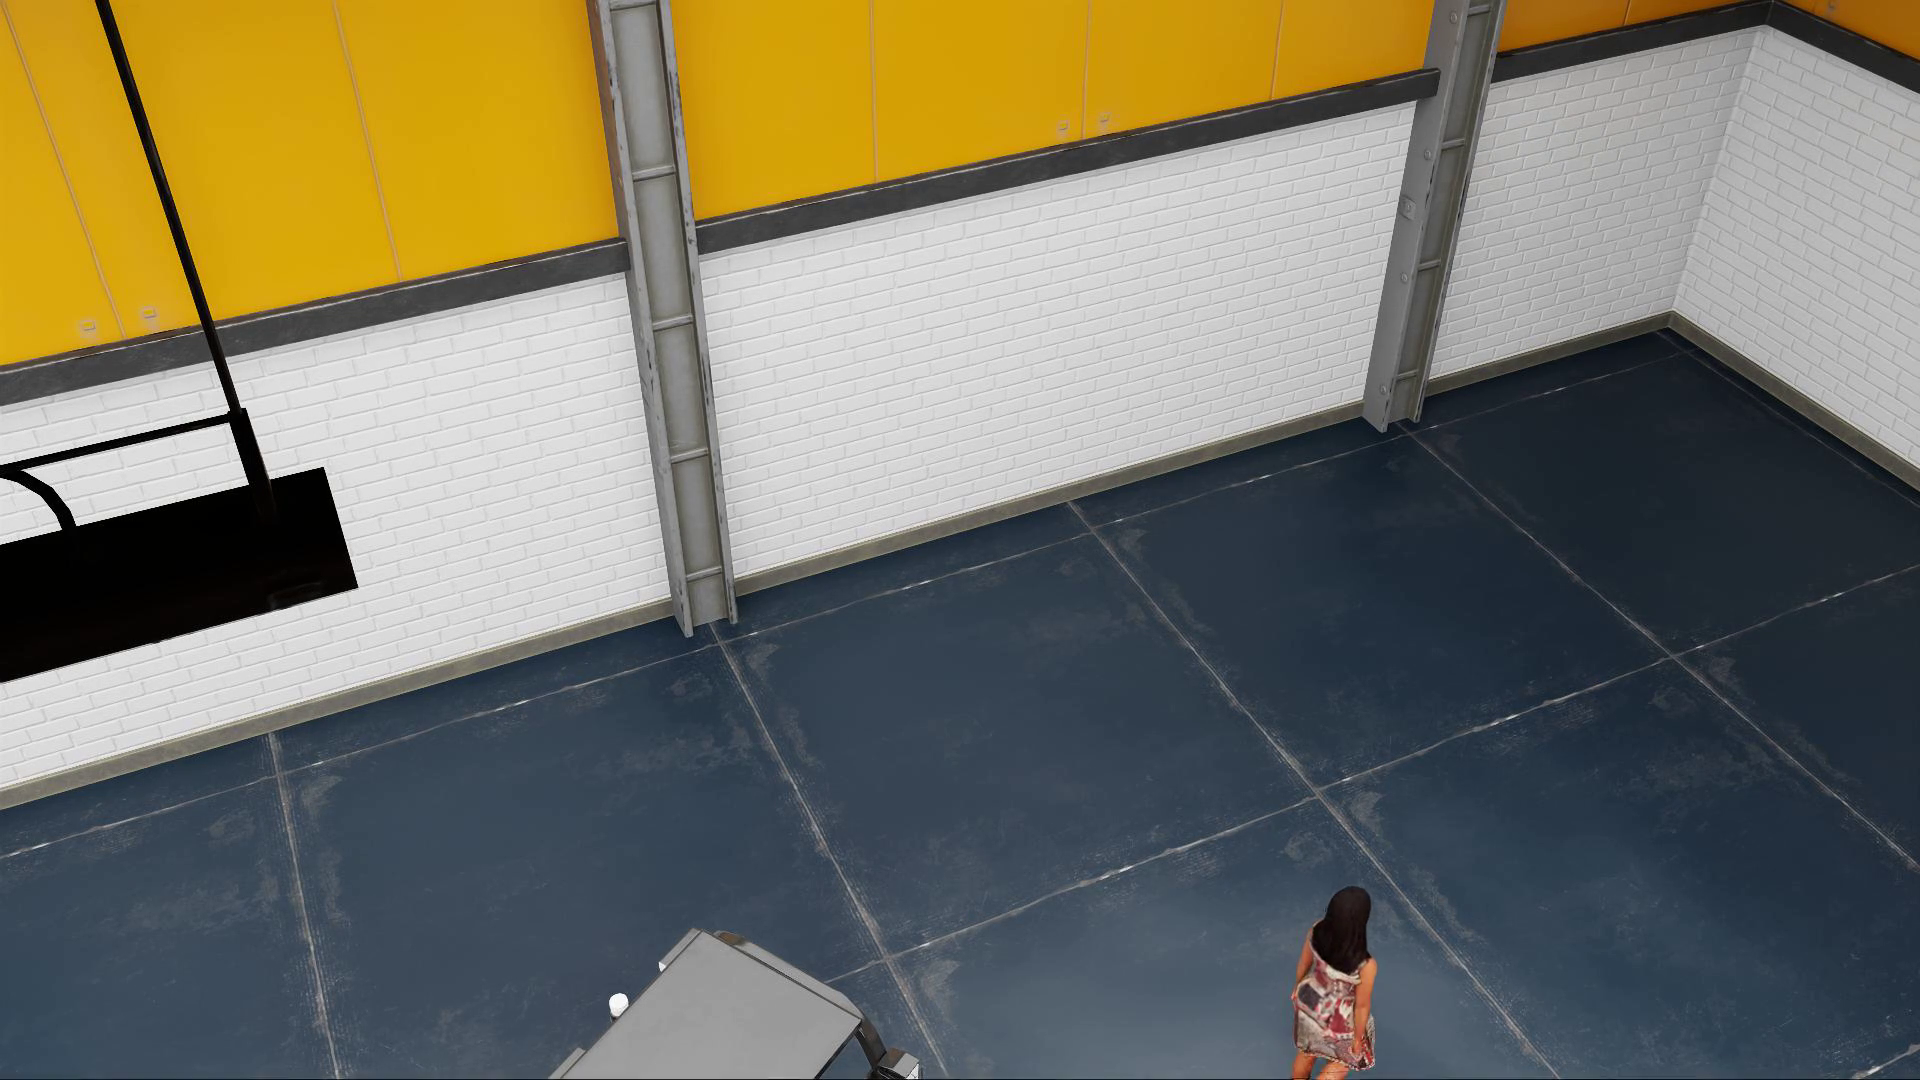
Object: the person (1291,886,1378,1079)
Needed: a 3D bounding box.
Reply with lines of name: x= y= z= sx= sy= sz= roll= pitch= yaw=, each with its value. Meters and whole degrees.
person: x=1.809 y=2.406 z=8.347 sx=0.821 sy=1.625 sz=0.756 roll=-26 pitch=45 yaw=-29
